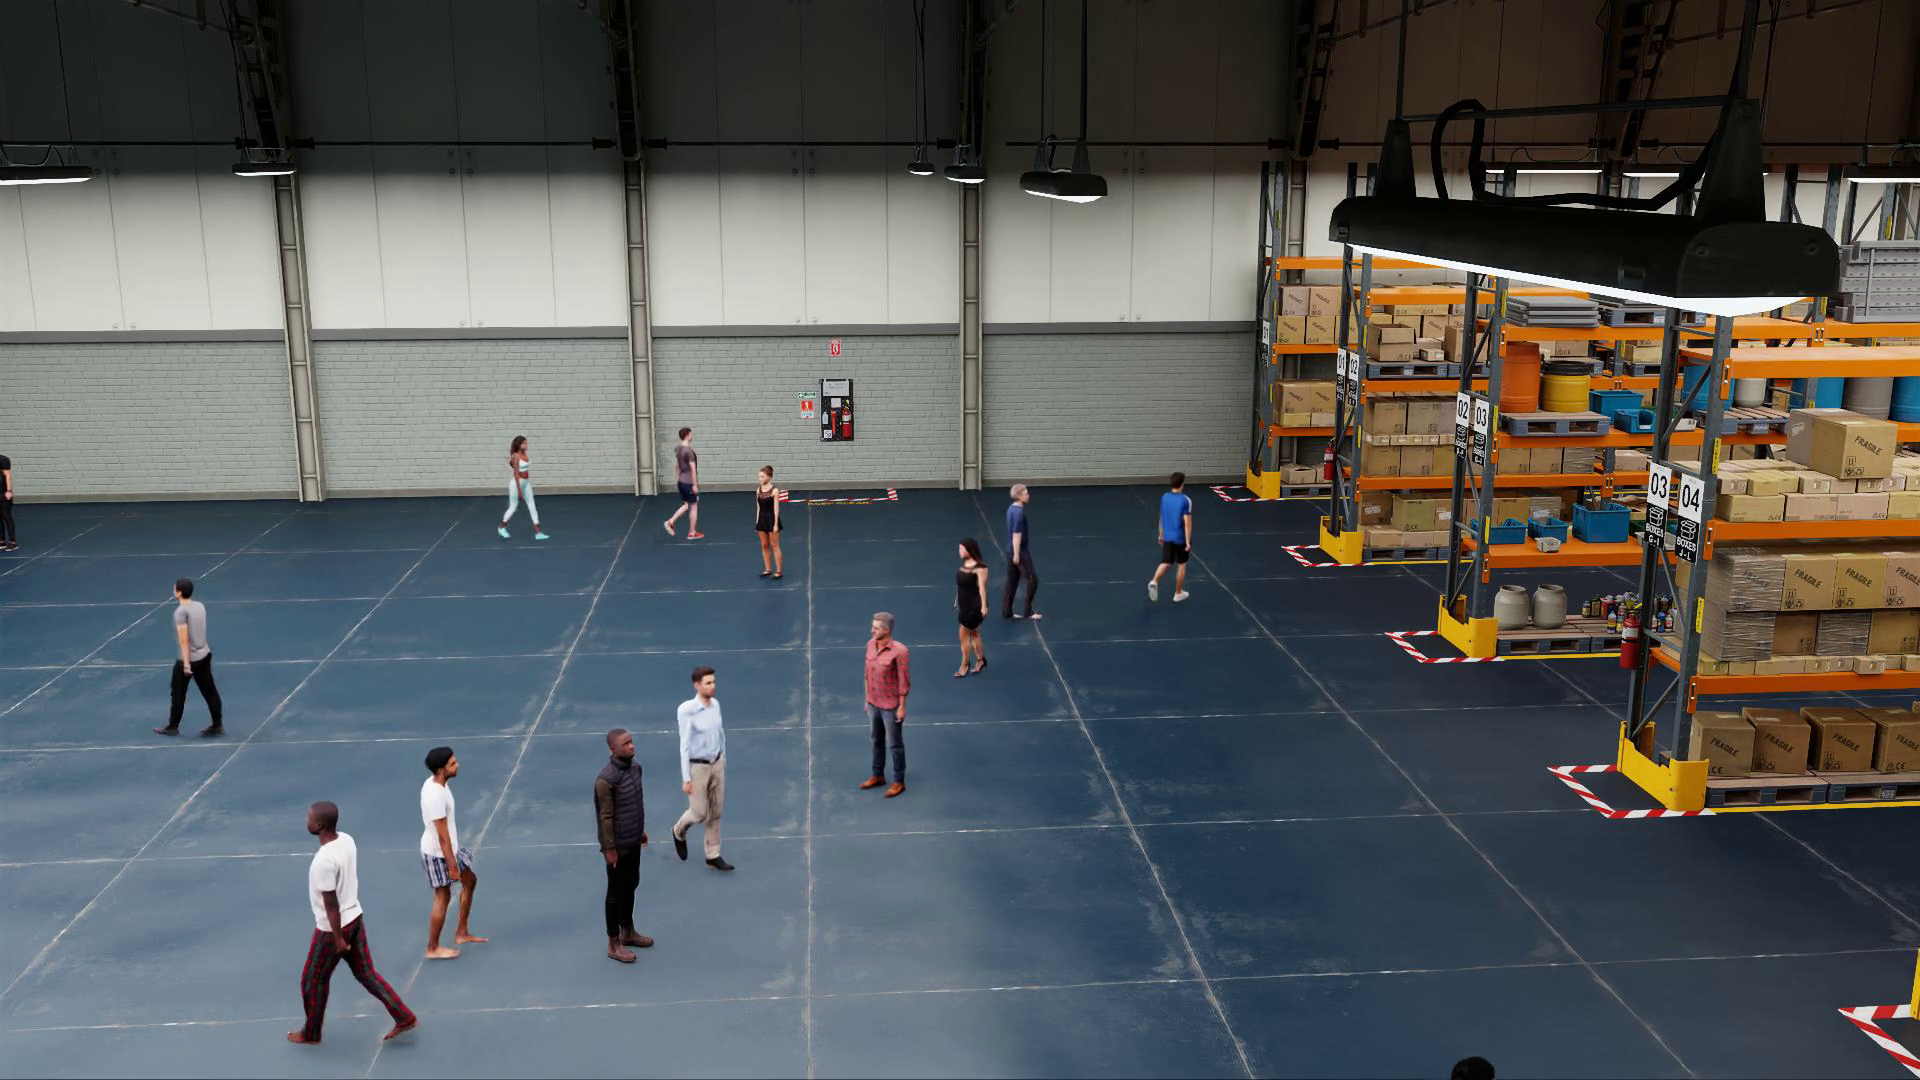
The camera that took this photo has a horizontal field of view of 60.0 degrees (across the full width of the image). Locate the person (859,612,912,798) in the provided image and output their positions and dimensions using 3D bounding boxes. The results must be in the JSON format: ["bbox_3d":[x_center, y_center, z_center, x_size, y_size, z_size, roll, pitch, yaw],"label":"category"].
[{"bbox_3d":[-0.716,1.570,16.220,0.755,1.830,0.802,12,17,41],"label":"person"}]

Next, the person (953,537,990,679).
[{"bbox_3d":[0.223,0.806,19.814,0.835,1.698,0.796,-6,15,-26],"label":"person"}]

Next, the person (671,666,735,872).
[{"bbox_3d":[-2.277,1.979,14.452,1.039,1.830,0.970,10,16,37],"label":"person"}]

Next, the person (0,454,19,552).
[{"bbox_3d":[-15.153,-0.767,26.239,0.688,1.863,0.827,5,14,20],"label":"person"}]

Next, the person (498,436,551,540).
[{"bbox_3d":[-7.170,-0.818,26.855,1.215,1.685,0.937,5,14,21],"label":"person"}]

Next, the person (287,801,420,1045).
[{"bbox_3d":[-4.200,2.677,11.512,1.201,1.797,0.819,1,13,5],"label":"person"}]

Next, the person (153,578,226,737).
[{"bbox_3d":[-8.096,1.273,17.733,1.027,1.725,0.776,2,13,8],"label":"person"}]

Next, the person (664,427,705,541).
[{"bbox_3d":[-4.461,-0.887,26.809,1.039,1.839,0.931,-10,17,-38],"label":"person"}]

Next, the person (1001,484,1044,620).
[{"bbox_3d":[0.683,0.175,22.186,0.755,1.855,0.677,-2,13,-7],"label":"person"}]

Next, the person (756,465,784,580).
[{"bbox_3d":[-2.802,-0.268,24.494,0.683,1.678,0.752,9,16,35],"label":"person"}]

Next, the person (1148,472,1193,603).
[{"bbox_3d":[2.925,-0.009,23.007,1.107,1.844,1.139,10,16,36],"label":"person"}]

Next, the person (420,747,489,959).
[{"bbox_3d":[-4.072,2.420,12.814,0.734,1.710,0.711,-3,13,-14],"label":"person"}]

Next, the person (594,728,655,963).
[{"bbox_3d":[-2.623,2.334,12.909,0.742,1.835,0.776,5,14,20],"label":"person"}]
